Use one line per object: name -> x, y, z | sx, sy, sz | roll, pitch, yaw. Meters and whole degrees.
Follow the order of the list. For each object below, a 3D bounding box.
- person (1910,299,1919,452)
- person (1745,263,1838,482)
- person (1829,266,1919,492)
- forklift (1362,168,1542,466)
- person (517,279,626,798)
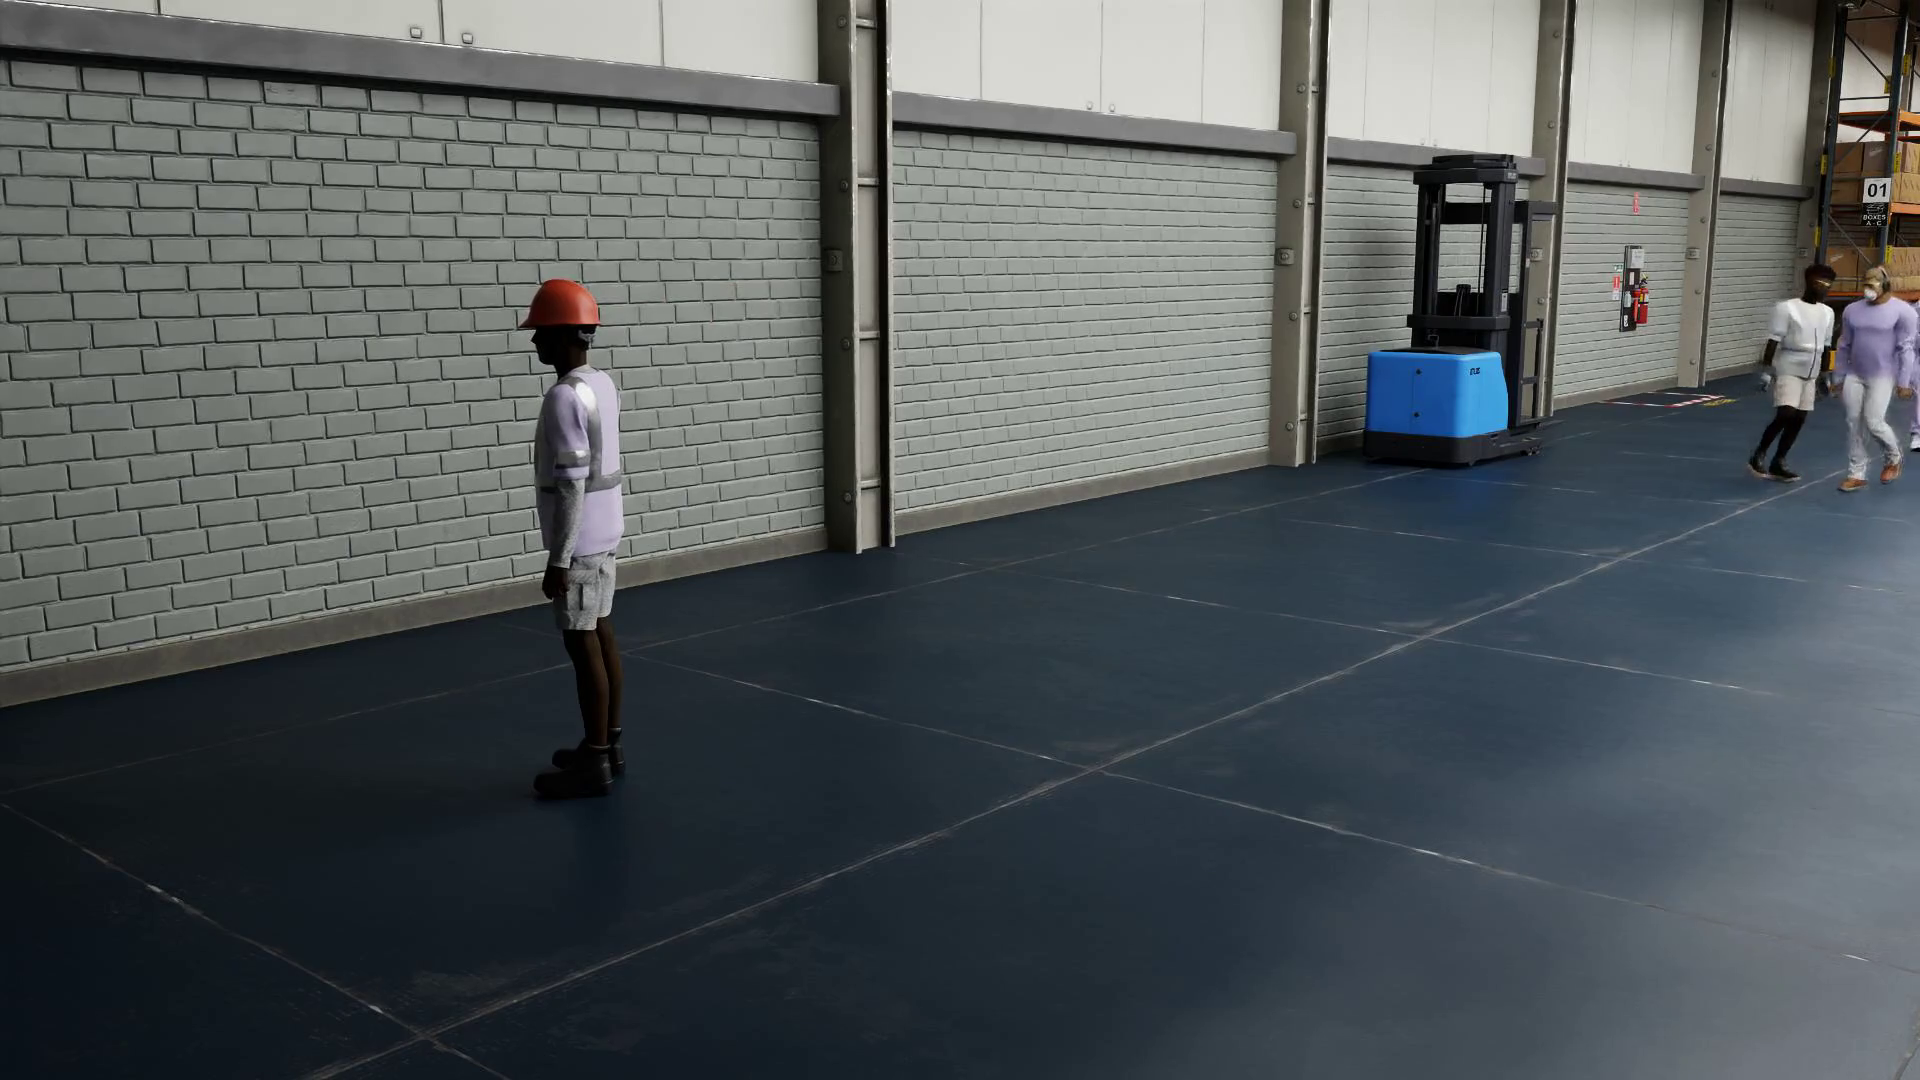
person -> 10.007, -1.835, 17.015 | 0.689, 1.843, 0.965 | 9, 14, 42
person -> 7.378, -1.473, 14.695 | 0.718, 1.920, 0.396 | -3, 10, -18
person -> 7.763, -1.364, 14.114 | 0.511, 1.912, 0.630 | -5, 11, -28
forklift -> 4.875, -2.212, 16.287 | 1.129, 2.768, 1.873 | 8, 13, 40
person -> -1.464, -0.008, 6.301 | 0.361, 1.938, 0.545 | 0, 10, 2
